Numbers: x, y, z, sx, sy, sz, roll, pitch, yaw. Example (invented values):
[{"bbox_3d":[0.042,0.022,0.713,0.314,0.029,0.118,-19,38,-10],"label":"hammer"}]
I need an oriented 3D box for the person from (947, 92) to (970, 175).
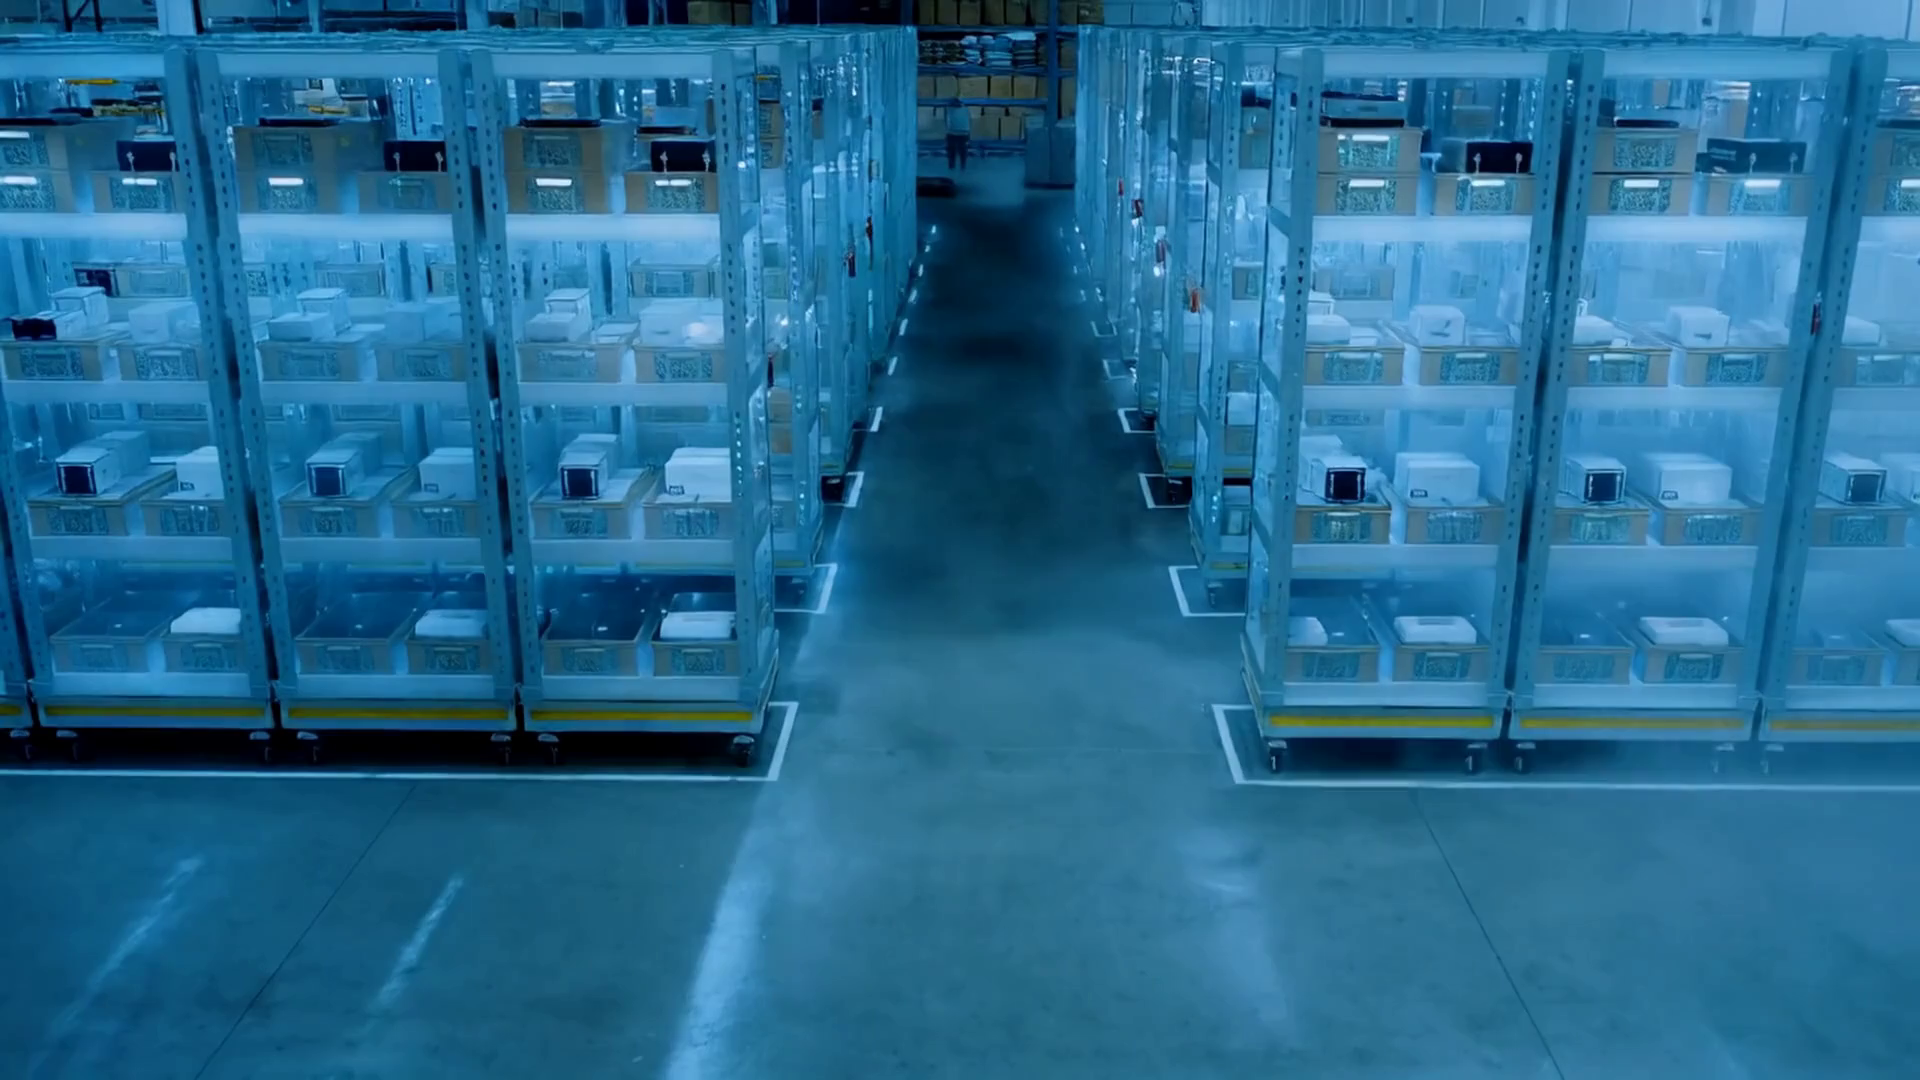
[{"bbox_3d":[-0.048,-9.998,40.957,0.612,1.995,0.393,7,19,20],"label":"person"}]
